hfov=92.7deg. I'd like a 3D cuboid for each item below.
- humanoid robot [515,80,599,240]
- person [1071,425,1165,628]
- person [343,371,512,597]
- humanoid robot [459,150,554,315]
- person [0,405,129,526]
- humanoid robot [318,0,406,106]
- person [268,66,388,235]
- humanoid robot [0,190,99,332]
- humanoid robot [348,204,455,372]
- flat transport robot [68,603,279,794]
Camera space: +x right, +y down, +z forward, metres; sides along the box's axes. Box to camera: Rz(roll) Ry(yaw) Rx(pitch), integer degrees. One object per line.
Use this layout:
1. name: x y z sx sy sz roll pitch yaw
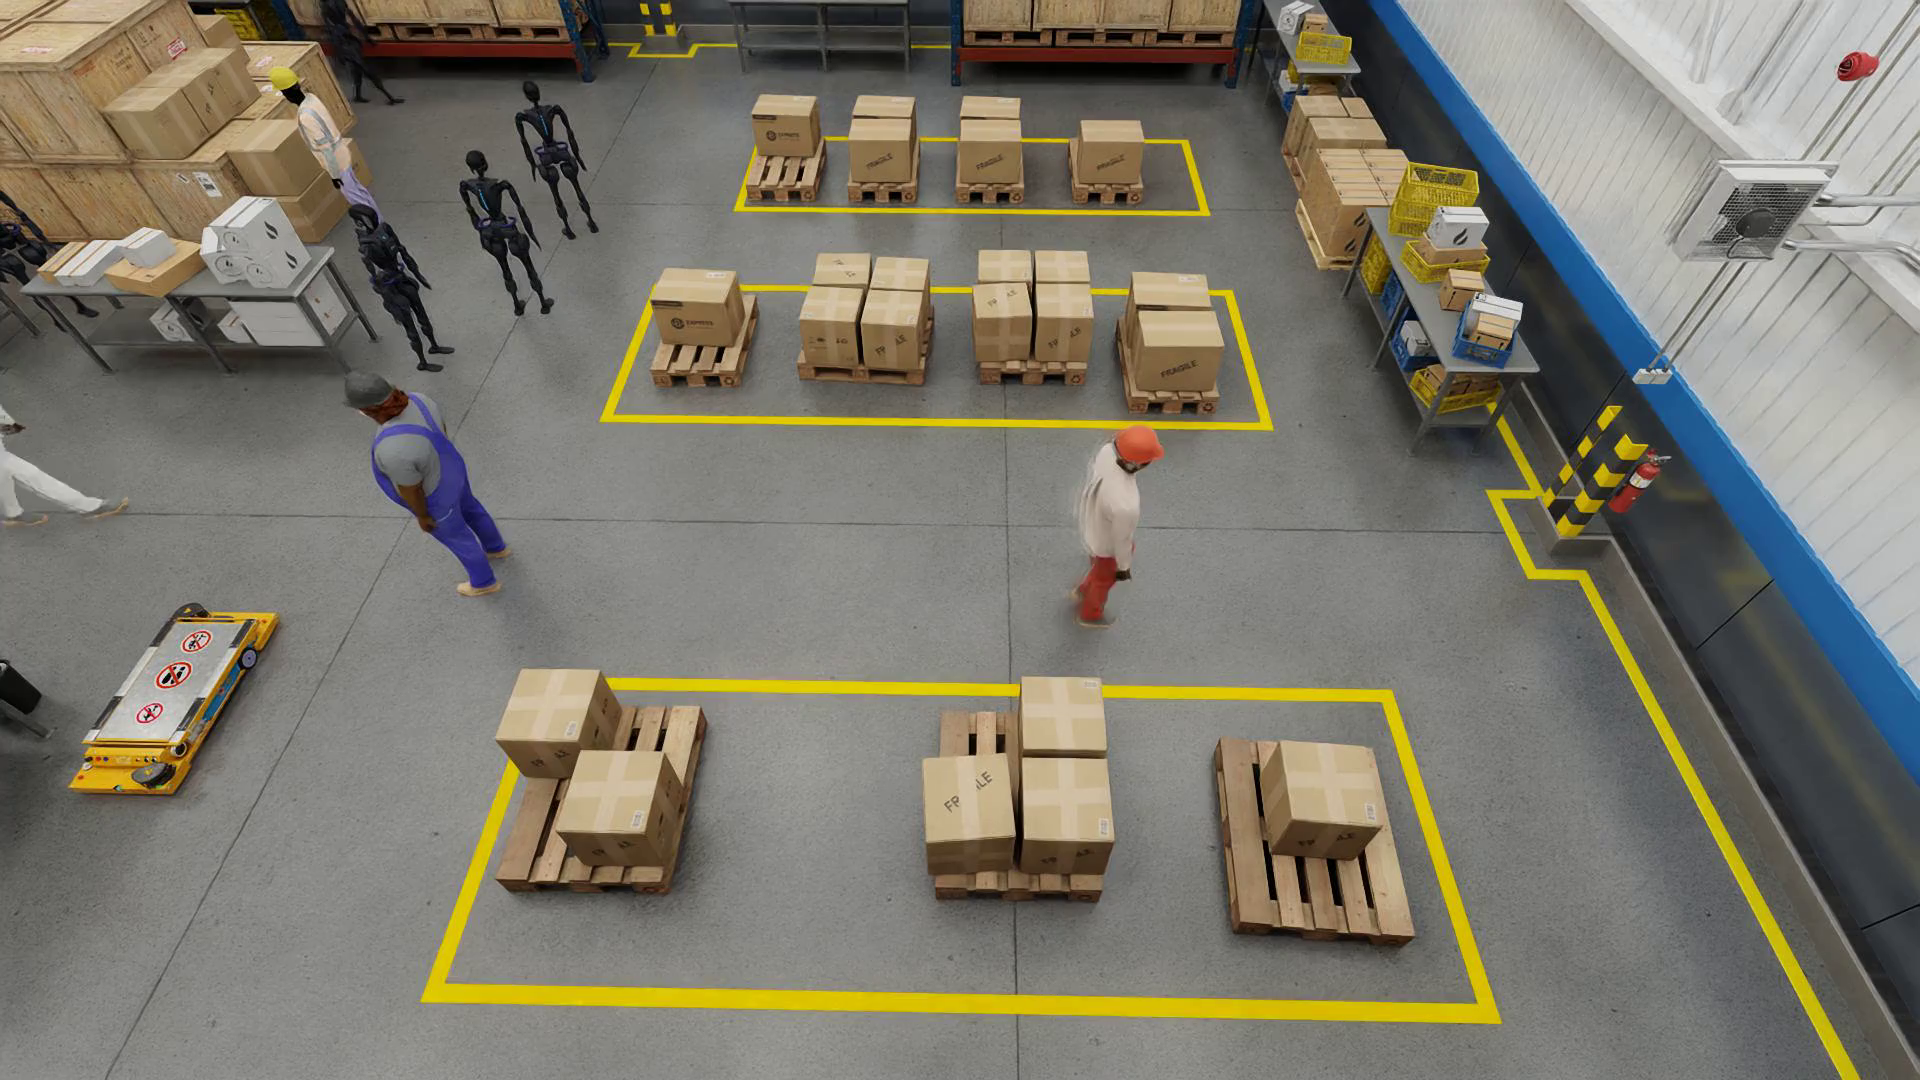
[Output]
1. humanoid robot: -4.379 -4.111 9.923 0.561 1.649 0.357 -24 54 -19
2. person: 1.073 -0.042 6.282 0.461 1.973 0.655 -4 50 -4
3. person: -3.803 -0.394 6.541 0.536 2.000 0.681 -4 50 -3
4. humanoid robot: -4.460 -2.990 8.974 0.567 1.650 0.340 -3 50 -3
5. person: -7.501 -0.785 7.019 0.931 1.820 0.596 -12 51 -10
6. humanoid robot: -8.001 -6.530 12.005 0.770 1.630 0.611 -3 50 -2
7. person: -6.616 -3.991 9.662 0.381 1.917 0.592 -17 52 -14
8. humanoid robot: -9.072 -2.791 8.804 0.327 1.652 0.563 22 53 18
9. humanoid robot: -5.122 -2.308 8.395 0.319 1.652 0.581 2 50 2
10. flat transport robot: -5.504 1.072 6.442 0.652 0.197 1.431 1 50 1
